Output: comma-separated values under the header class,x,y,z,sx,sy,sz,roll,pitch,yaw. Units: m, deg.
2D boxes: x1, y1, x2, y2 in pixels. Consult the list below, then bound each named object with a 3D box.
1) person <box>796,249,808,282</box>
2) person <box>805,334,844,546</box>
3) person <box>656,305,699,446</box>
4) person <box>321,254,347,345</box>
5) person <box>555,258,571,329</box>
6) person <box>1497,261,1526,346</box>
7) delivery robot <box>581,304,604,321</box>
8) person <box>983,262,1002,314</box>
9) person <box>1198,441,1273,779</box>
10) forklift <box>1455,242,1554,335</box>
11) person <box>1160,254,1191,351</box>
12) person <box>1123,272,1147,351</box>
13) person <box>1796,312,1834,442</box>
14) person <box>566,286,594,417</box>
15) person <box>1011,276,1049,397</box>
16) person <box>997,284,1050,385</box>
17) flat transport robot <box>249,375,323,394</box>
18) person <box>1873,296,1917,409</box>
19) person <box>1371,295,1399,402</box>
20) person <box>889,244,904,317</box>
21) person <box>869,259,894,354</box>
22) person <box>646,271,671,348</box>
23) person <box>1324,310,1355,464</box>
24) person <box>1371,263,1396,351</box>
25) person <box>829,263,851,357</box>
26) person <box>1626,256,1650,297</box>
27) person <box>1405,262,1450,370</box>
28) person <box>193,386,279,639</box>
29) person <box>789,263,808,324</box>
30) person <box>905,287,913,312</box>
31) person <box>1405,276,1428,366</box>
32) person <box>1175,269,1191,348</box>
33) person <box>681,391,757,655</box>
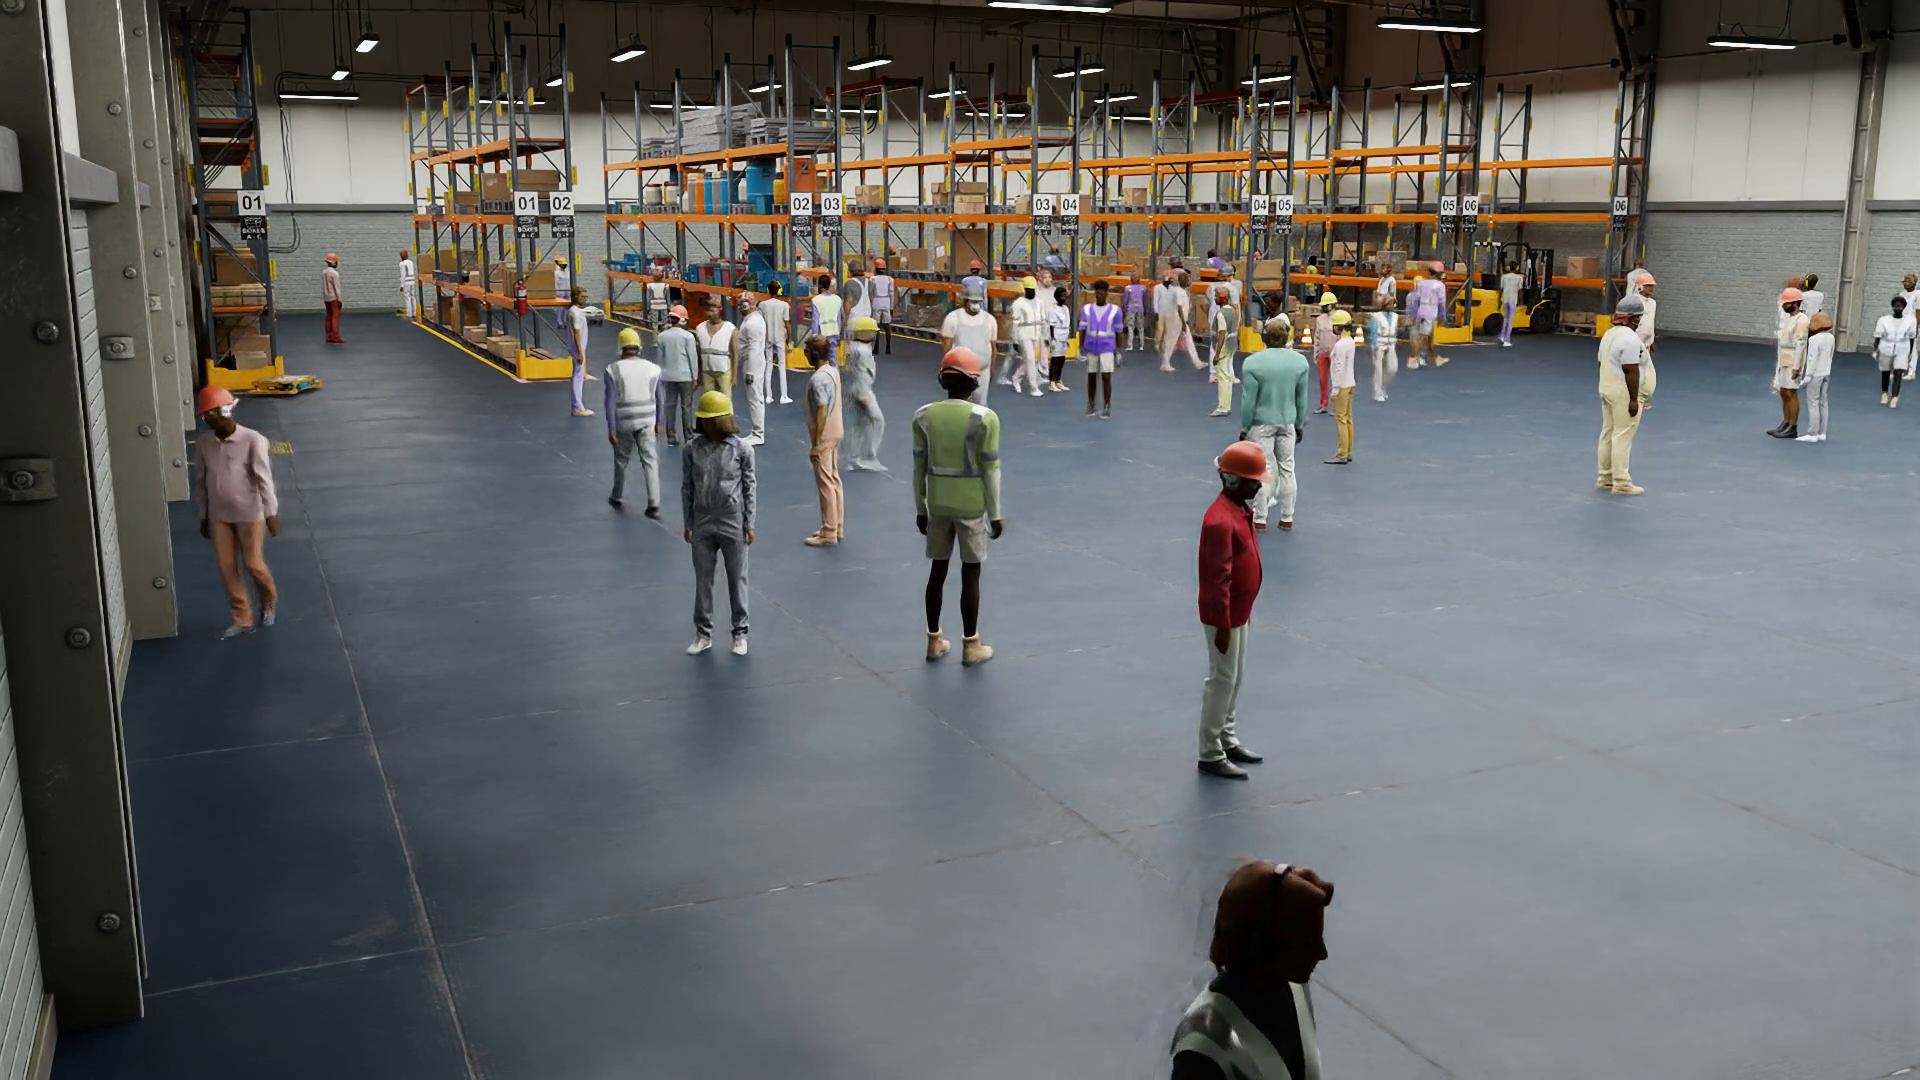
class,x,y,z,sx,sy,sz,roll,pitch,yaw
person,-5.064,-8.281,52.384,0.578,1.738,0.354,-2,11,-12
person,-1.182,-0.863,14.422,0.327,1.842,0.511,2,11,12
person,-3.461,-2.021,20.557,0.561,1.743,0.336,5,12,23
person,-13.782,-5.294,36.583,0.619,1.986,0.404,9,15,40
person,-9.895,-6.161,41.545,0.310,1.768,0.533,6,13,28
person,11.976,-5.128,36.097,0.564,1.847,0.538,-10,15,-43
delivery robot,-9.439,-5.804,42.579,0.707,0.478,0.477,9,15,40
person,0.845,-6.682,43.875,0.906,1.891,0.600,11,15,44
person,1.403,0.353,8.512,0.355,1.737,0.578,4,12,20
forklift,13.047,-6.049,39.881,2.313,2.155,1.214,-5,12,-23
person,4.458,-4.955,34.713,0.684,2.000,0.535,-9,14,-38
person,3.657,-4.757,34.726,0.514,1.642,0.310,-2,11,-11
person,10.830,-2.057,21.024,0.507,1.631,0.271,-8,13,-34
person,-5.416,-2.675,23.631,0.327,1.841,0.515,-3,12,-16
person,1.071,-3.245,26.394,0.606,1.899,0.844,-9,14,-38
person,1.048,-3.449,27.936,0.904,1.697,0.489,0,11,-1
flat transport robot,-10.854,-2.509,26.793,0.652,0.197,1.431,0,11,-1
person,13.901,-2.804,24.765,0.540,1.663,0.837,7,13,30
person,6.495,-2.924,25.450,0.511,1.624,0.366,-4,12,-21
person,-1.845,-7.162,45.995,0.625,2.005,0.906,-4,12,-20
person,-1.620,-4.767,34.006,0.547,1.942,0.344,-3,12,-17
person,-6.462,-4.944,35.678,0.517,1.641,0.313,-3,11,-14
person,4.375,-1.755,19.158,0.326,1.765,0.533,6,13,28
person,8.853,-4.835,34.588,0.389,1.850,0.567,-2,11,-12
person,-2.338,-4.653,33.602,0.606,1.873,0.986,-5,12,-24
person,14.625,-5.157,36.001,0.631,1.940,0.372,-6,13,-29
person,8.670,-4.131,30.688,1.101,1.973,0.617,-5,12,-24
person,-4.923,-0.197,11.388,0.616,1.713,0.564,2,11,10
person,-3.683,-5.338,37.385,0.536,1.751,0.495,-5,12,-24
person,-1.459,-7.452,48.460,0.313,1.633,0.521,2,11,11
person,8.629,-4.113,31.287,0.501,1.708,0.506,1,11,7
person,4.755,-4.933,35.509,0.320,1.687,0.539,-2,11,-11
person,-1.571,-0.105,10.828,0.489,1.741,0.322,1,11,7
